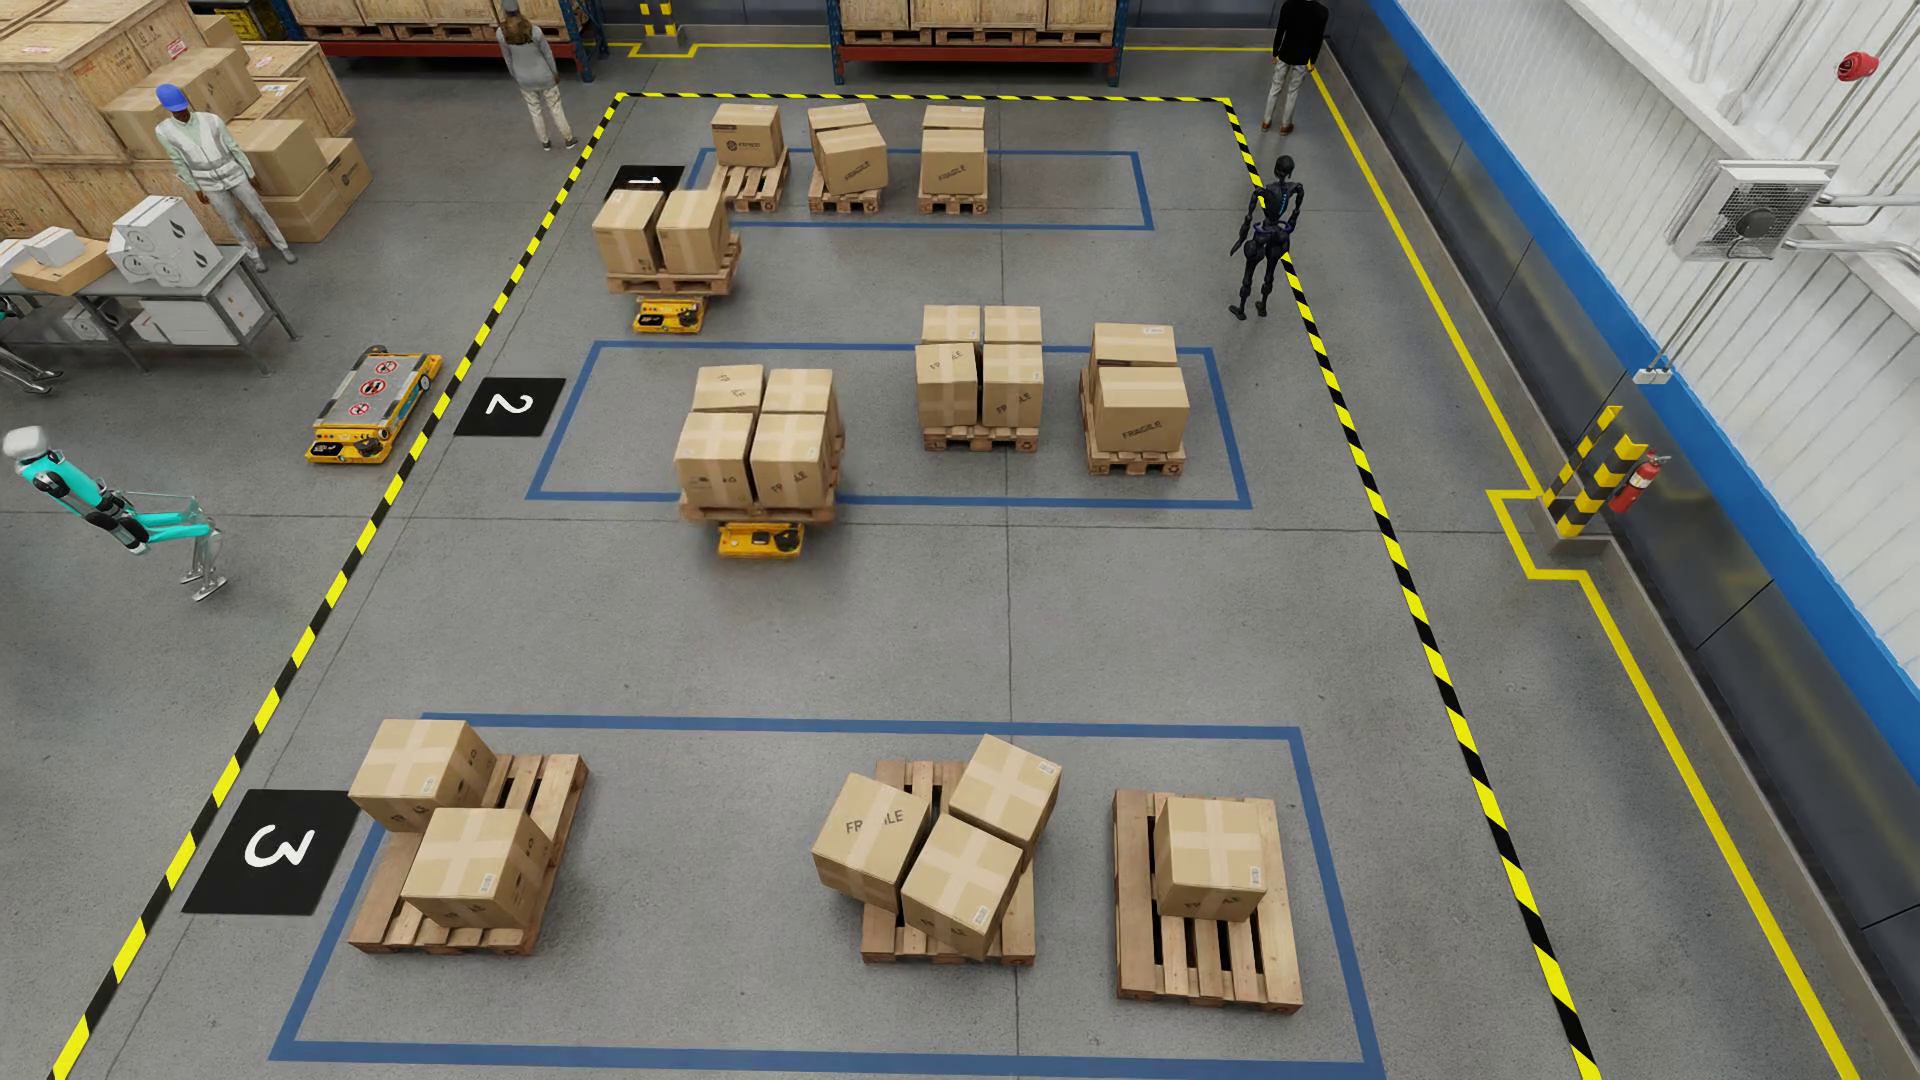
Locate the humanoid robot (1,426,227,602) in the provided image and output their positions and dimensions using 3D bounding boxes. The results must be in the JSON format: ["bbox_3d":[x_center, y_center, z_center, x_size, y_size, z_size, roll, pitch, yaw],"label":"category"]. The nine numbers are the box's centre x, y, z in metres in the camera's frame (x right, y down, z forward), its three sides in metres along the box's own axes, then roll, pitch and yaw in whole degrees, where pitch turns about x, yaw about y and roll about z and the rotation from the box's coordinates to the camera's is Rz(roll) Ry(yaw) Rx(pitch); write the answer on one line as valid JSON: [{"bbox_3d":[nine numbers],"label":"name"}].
[{"bbox_3d":[-5.792,-0.237,6.517,0.735,1.677,0.533,-37,59,-27],"label":"humanoid robot"}]

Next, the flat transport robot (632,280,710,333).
[{"bbox_3d":[-2.948,-2.694,9.628,0.652,0.197,1.431,1,50,1],"label":"flat transport robot"}]

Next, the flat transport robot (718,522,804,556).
[{"bbox_3d":[-1.601,-0.472,7.748,0.652,0.197,1.431,1,50,1],"label":"flat transport robot"}]

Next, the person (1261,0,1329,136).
[{"bbox_3d":[4.158,-6.015,11.399,0.586,1.884,0.360,23,54,19],"label":"person"}]

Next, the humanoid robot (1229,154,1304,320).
[{"bbox_3d":[2.966,-2.920,8.904,0.599,1.659,0.315,-7,50,-6],"label":"humanoid robot"}]

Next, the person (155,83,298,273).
[{"bbox_3d":[-7.553,-3.689,9.397,0.602,1.939,0.412,-30,56,-23],"label":"person"}]

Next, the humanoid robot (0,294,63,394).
[{"bbox_3d":[-8.744,-2.020,8.026,0.735,1.677,0.533,-6,50,-5],"label":"humanoid robot"}]

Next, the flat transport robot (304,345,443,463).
[{"bbox_3d":[-5.383,-1.269,8.441,0.659,0.231,1.431,1,50,1],"label":"flat transport robot"}]

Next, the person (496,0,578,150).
[{"bbox_3d":[-5.174,-5.648,11.162,0.572,1.769,0.398,-5,50,-5],"label":"person"}]
